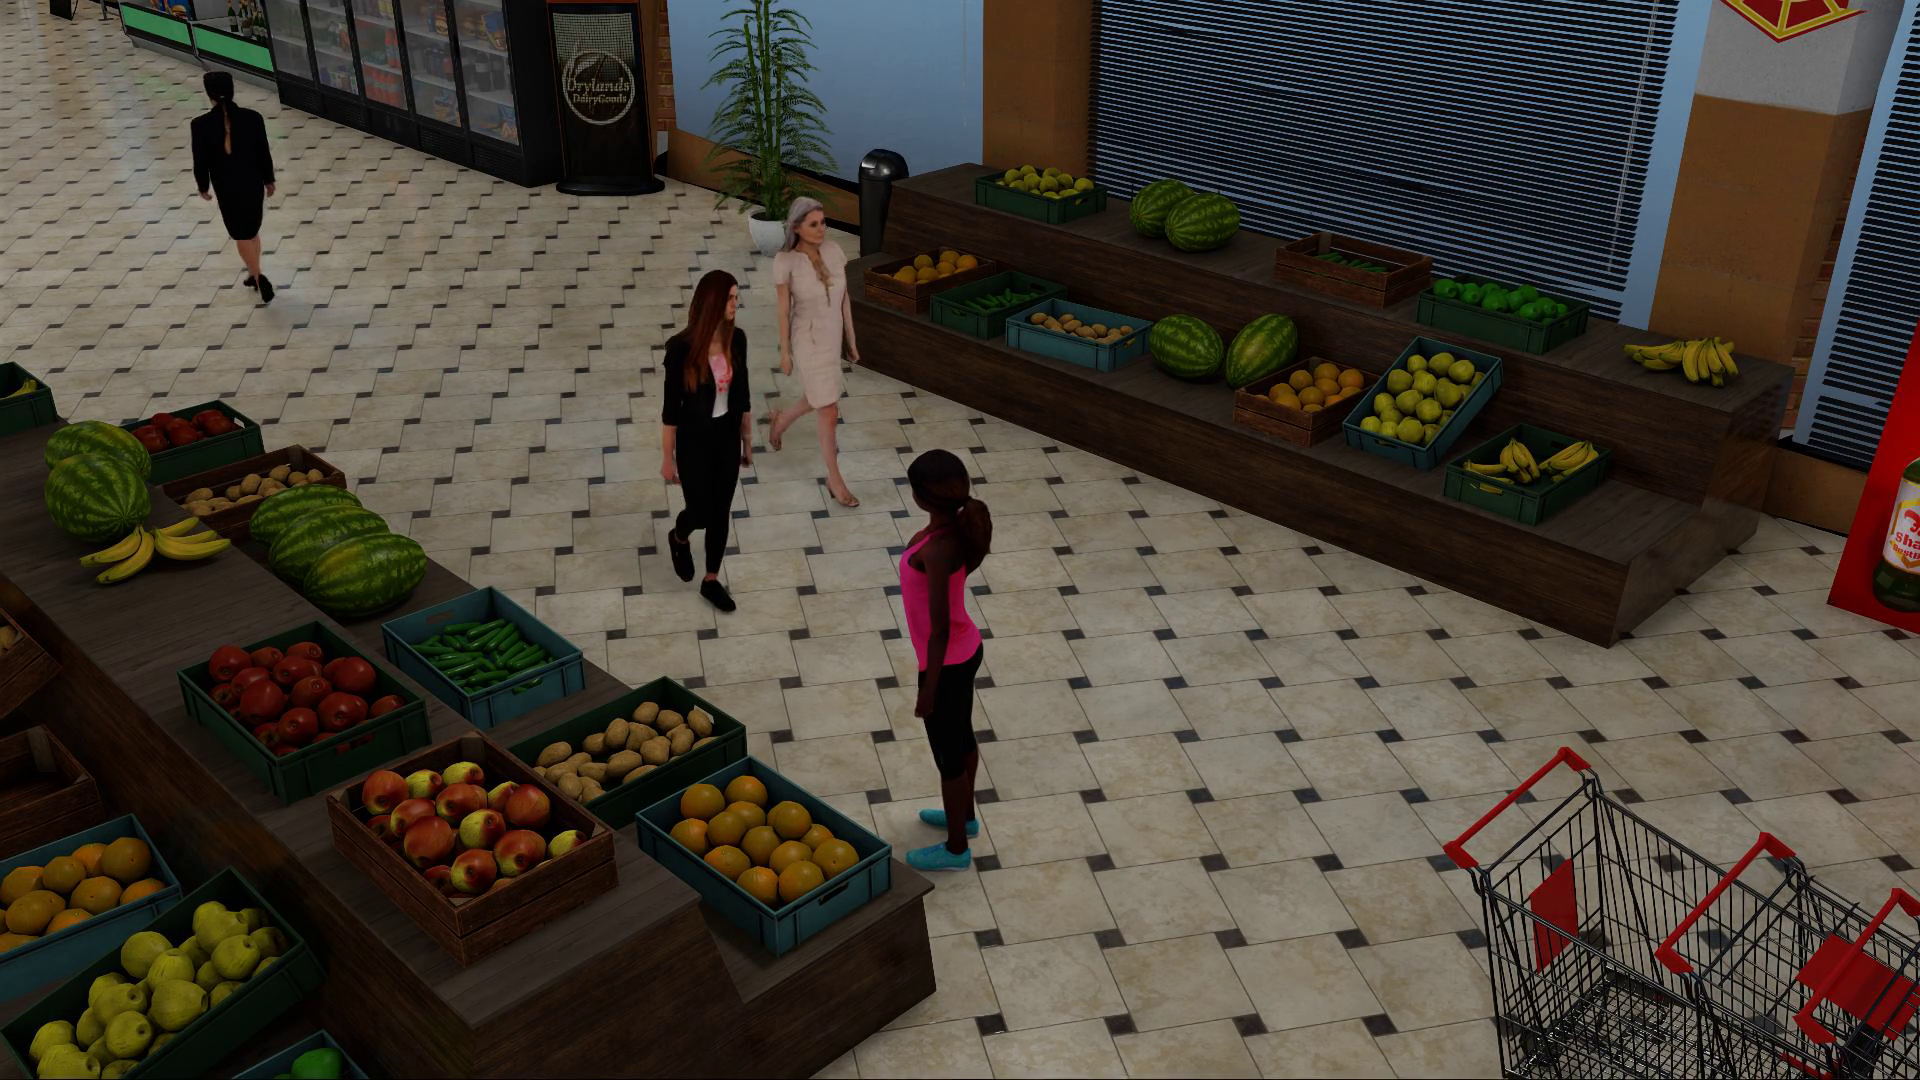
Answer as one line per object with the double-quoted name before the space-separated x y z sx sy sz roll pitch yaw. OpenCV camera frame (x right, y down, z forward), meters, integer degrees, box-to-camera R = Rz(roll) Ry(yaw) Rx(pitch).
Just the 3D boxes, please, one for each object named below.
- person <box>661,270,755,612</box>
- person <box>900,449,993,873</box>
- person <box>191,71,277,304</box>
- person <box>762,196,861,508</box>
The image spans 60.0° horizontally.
"person" -1.262 -0.490 8.042 0.700 1.690 0.788 -18 32 -32
"person" -0.039 0.451 6.145 0.688 1.726 0.656 7 28 14
"person" -5.229 -2.520 12.090 0.777 1.647 1.066 -20 33 -34
"person" -0.840 -1.042 9.103 0.603 1.714 1.038 -23 35 -38
